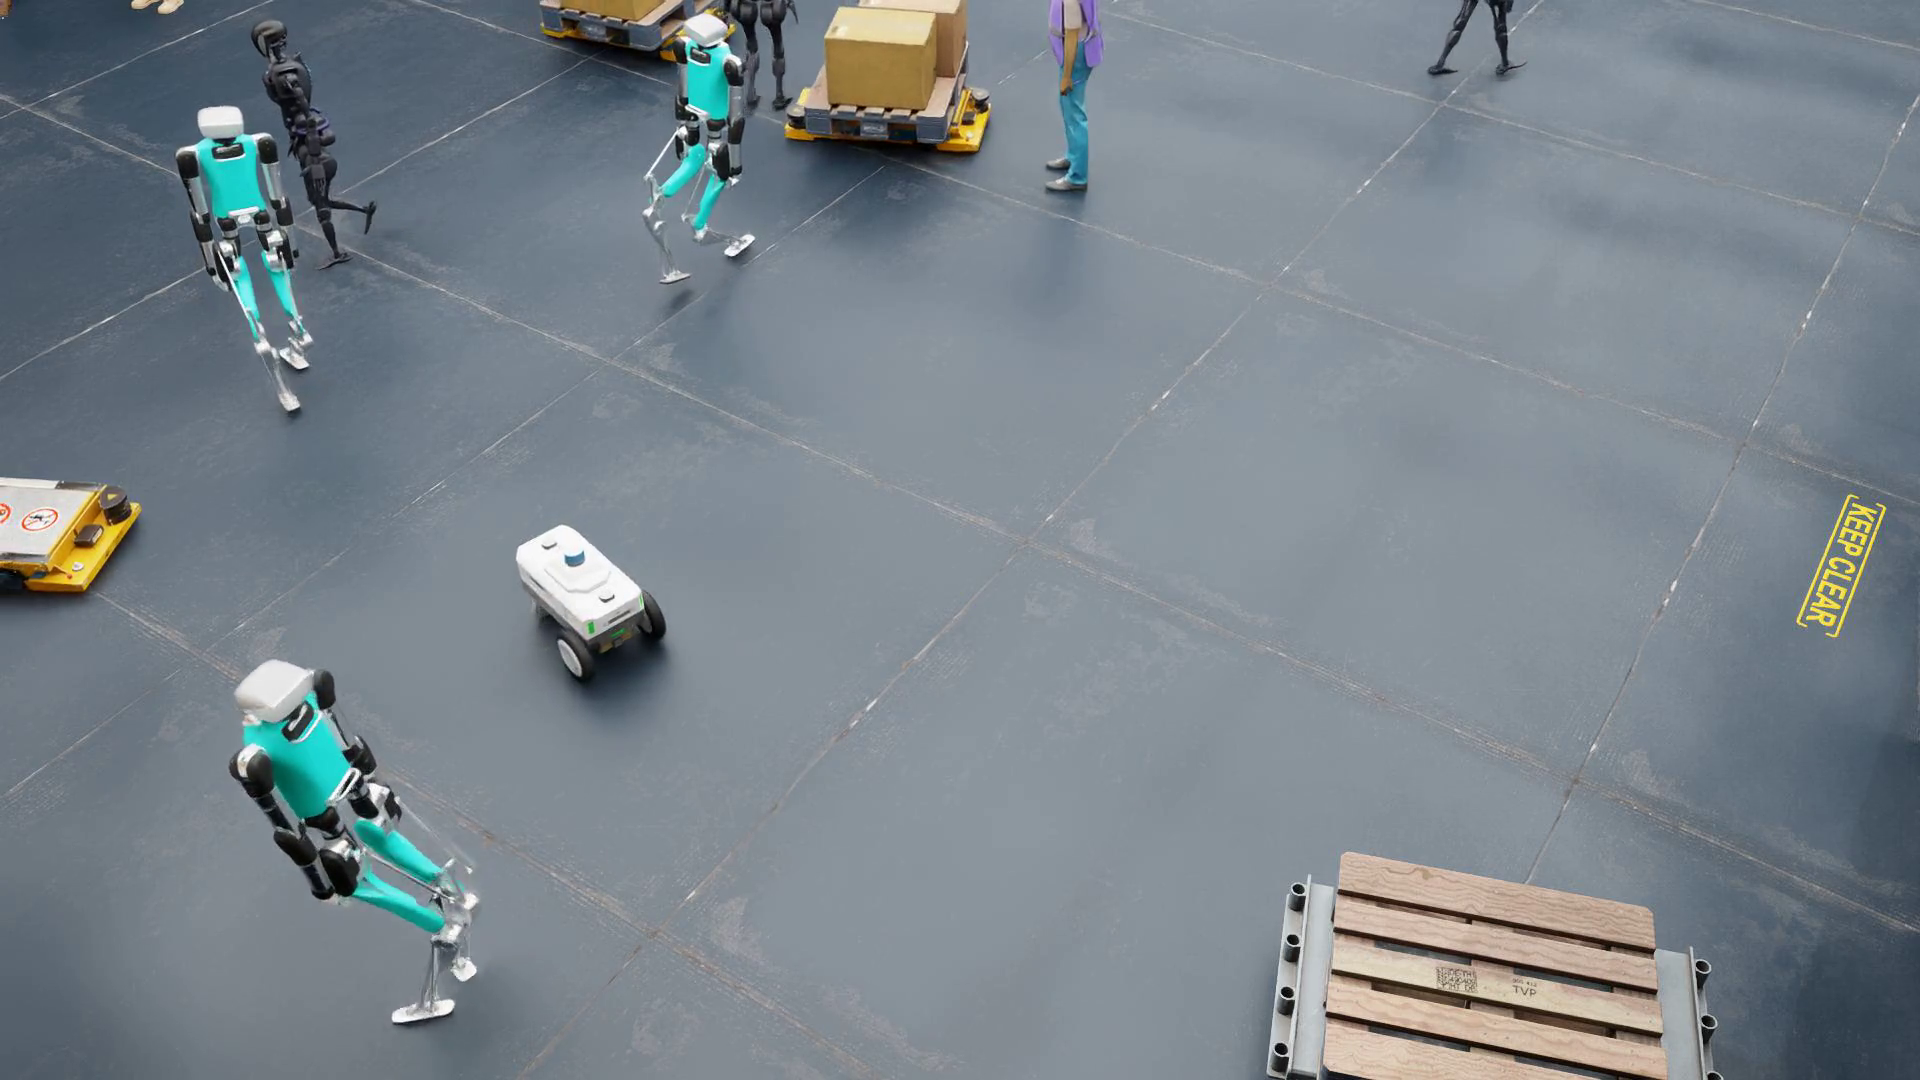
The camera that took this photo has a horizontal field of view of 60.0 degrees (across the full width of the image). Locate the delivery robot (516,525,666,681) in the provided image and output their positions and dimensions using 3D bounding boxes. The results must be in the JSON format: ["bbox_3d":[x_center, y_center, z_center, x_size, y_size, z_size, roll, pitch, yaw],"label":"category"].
[{"bbox_3d":[-1.846,0.282,8.262,0.525,0.612,0.784,-32,51,-30],"label":"delivery robot"}]

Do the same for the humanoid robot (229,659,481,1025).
[{"bbox_3d":[-2.169,1.188,6.355,0.791,1.774,0.530,9,43,10],"label":"humanoid robot"}]

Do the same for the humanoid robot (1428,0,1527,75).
[{"bbox_3d":[4.050,-4.301,12.560,0.744,1.629,0.586,-11,43,-12],"label":"humanoid robot"}]

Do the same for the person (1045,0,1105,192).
[{"bbox_3d":[0.776,-3.251,11.246,0.400,1.833,0.561,5,42,5],"label":"person"}]

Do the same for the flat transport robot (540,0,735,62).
[{"bbox_3d":[-2.613,-4.183,13.461,1.431,0.231,0.659,16,44,17],"label":"flat transport robot"}]

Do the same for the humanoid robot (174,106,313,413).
[{"bbox_3d":[-3.923,-1.510,9.386,0.568,1.778,0.891,-22,46,-23],"label":"humanoid robot"}]

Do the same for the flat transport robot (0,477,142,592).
[{"bbox_3d":[-5.198,-0.044,8.828,1.431,0.231,0.659,4,42,4],"label":"flat transport robot"}]

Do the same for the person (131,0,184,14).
[{"bbox_3d":[-6.705,-5.129,13.413,0.482,1.742,0.325,16,44,17],"label":"person"}]

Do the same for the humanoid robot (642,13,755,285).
[{"bbox_3d":[-1.679,-2.308,10.298,0.557,1.757,1.042,26,48,26],"label":"humanoid robot"}]

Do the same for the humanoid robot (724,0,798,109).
[{"bbox_3d":[-1.479,-3.968,12.169,0.590,1.652,0.370,7,42,8],"label":"humanoid robot"}]

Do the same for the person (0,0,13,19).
[{"bbox_3d":[-8.074,-5.305,13.537,0.487,1.838,0.919,-3,42,-3],"label":"person"}]

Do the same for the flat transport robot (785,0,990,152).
[{"bbox_3d":[-0.527,-3.151,12.306,1.431,0.231,0.659,6,42,6],"label":"flat transport robot"}]

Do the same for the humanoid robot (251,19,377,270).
[{"bbox_3d":[-4.058,-2.518,10.547,0.535,1.646,0.612,-24,47,-25],"label":"humanoid robot"}]
